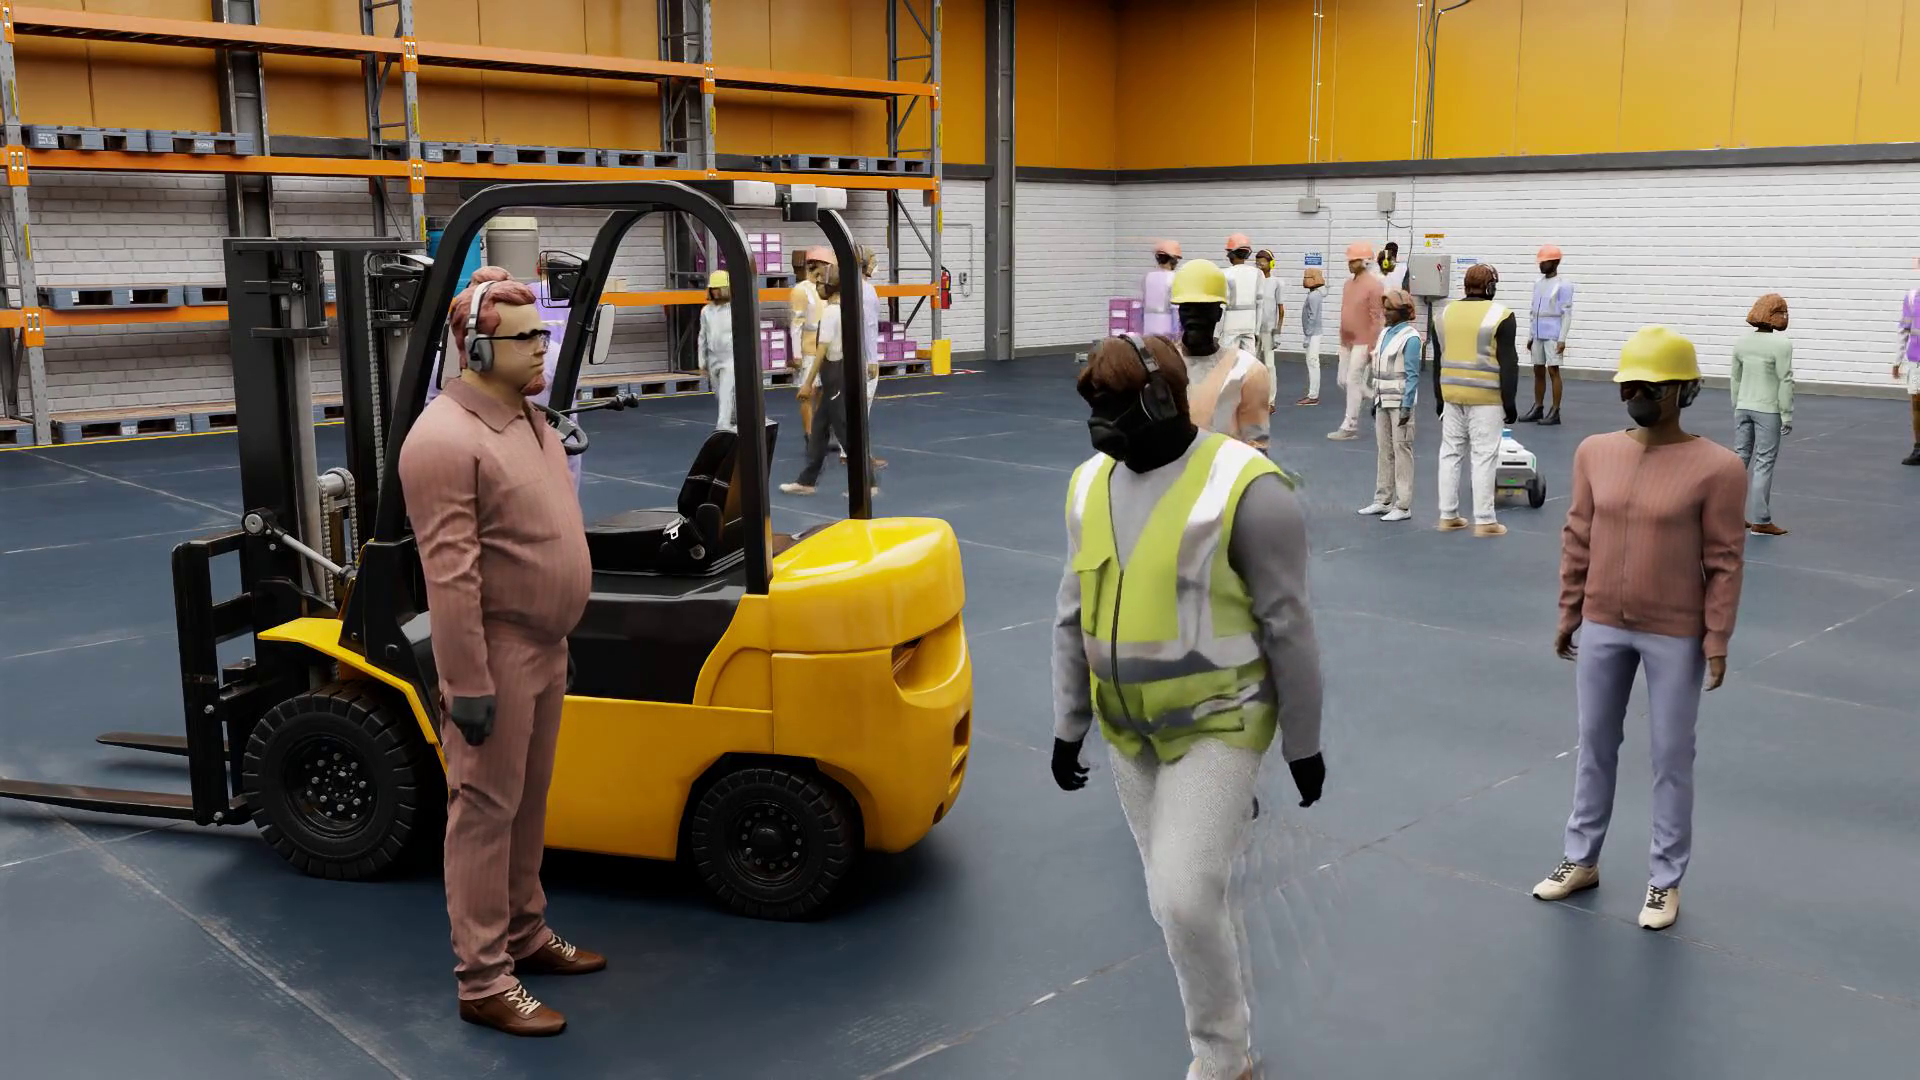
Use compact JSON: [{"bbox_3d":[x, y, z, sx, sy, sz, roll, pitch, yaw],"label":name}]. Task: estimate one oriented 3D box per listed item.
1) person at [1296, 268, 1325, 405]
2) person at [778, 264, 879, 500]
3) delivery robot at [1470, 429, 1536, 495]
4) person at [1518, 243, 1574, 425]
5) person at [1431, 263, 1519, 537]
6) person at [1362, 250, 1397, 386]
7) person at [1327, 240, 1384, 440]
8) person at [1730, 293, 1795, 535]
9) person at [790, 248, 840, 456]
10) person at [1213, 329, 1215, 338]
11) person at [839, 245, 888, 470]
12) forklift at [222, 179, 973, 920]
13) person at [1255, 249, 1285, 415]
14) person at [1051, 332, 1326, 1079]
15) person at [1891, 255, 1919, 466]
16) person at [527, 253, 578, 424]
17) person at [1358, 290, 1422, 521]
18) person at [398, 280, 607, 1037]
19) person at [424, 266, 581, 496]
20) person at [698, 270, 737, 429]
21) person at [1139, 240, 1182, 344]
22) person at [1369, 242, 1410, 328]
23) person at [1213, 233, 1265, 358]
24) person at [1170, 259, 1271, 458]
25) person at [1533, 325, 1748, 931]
[{"bbox_3d":[4.207,-2.436,19.937,0.286,1.633,0.500,3,11,17],"label":"person"},{"bbox_3d":[-0.997,-1.199,12.738,0.837,1.809,0.517,2,10,8],"label":"person"},{"bbox_3d":[4.110,-0.596,12.595,0.477,0.478,0.707,1,10,4],"label":"delivery robot"},{"bbox_3d":[6.272,-2.197,17.814,0.378,1.932,0.551,-4,11,-22],"label":"person"},{"bbox_3d":[3.480,-0.942,11.252,0.429,1.841,0.626,-8,13,-36],"label":"person"},{"bbox_3d":[5.341,-2.668,20.658,0.880,1.834,0.551,2,11,9],"label":"person"},{"bbox_3d":[4.004,-1.982,16.533,0.707,1.972,0.629,-4,11,-20],"label":"person"},{"bbox_3d":[5.443,-0.851,11.298,0.283,1.633,0.500,-4,11,-20],"label":"person"},{"bbox_3d":[-1.353,-1.725,15.352,0.388,1.898,0.640,7,12,33],"label":"person"},{"bbox_3d":[2.961,-2.517,20.229,0.542,1.691,0.322,-9,14,-41],"label":"person"},{"bbox_3d":[-0.873,-1.576,14.417,0.352,1.937,0.635,-5,12,-26],"label":"person"},{"bbox_3d":[-1.114,-0.058,5.440,2.313,2.155,1.214,2,11,13],"label":"forklift"},{"bbox_3d":[3.416,-2.345,18.824,0.508,1.864,0.329,10,15,44],"label":"person"},{"bbox_3d":[0.449,0.443,3.764,0.592,1.808,0.659,-9,14,-40],"label":"person"},{"bbox_3d":[8.464,-1.590,14.548,0.434,1.916,0.567,-6,12,-29],"label":"person"},{"bbox_3d":[-4.008,-1.885,16.354,0.570,1.843,0.373,-4,11,-19],"label":"person"},{"bbox_3d":[3.094,-0.955,11.856,0.307,1.637,0.512,-3,11,-15],"label":"person"},{"bbox_3d":[-1.149,0.294,4.304,0.407,1.910,0.639,1,10,6],"label":"person"},{"bbox_3d":[-1.887,-0.167,6.849,0.645,1.899,0.403,-2,11,-9],"label":"person"},{"bbox_3d":[-2.194,-1.684,15.641,0.495,1.710,0.859,4,11,22],"label":"person"},{"bbox_3d":[2.141,-2.283,18.202,0.620,1.991,1.044,9,14,41],"label":"person"},{"bbox_3d":[6.280,-3.391,24.366,0.587,1.920,0.391,5,11,25],"label":"person"},{"bbox_3d":[2.960,-2.253,17.826,0.605,2.044,0.374,-5,12,-26],"label":"person"},{"bbox_3d":[0.910,-0.116,6.479,0.591,1.930,0.353,8,13,37],"label":"person"},{"bbox_3d":[2.001,0.258,4.888,0.327,1.769,0.525,-9,14,-42],"label":"person"}]
